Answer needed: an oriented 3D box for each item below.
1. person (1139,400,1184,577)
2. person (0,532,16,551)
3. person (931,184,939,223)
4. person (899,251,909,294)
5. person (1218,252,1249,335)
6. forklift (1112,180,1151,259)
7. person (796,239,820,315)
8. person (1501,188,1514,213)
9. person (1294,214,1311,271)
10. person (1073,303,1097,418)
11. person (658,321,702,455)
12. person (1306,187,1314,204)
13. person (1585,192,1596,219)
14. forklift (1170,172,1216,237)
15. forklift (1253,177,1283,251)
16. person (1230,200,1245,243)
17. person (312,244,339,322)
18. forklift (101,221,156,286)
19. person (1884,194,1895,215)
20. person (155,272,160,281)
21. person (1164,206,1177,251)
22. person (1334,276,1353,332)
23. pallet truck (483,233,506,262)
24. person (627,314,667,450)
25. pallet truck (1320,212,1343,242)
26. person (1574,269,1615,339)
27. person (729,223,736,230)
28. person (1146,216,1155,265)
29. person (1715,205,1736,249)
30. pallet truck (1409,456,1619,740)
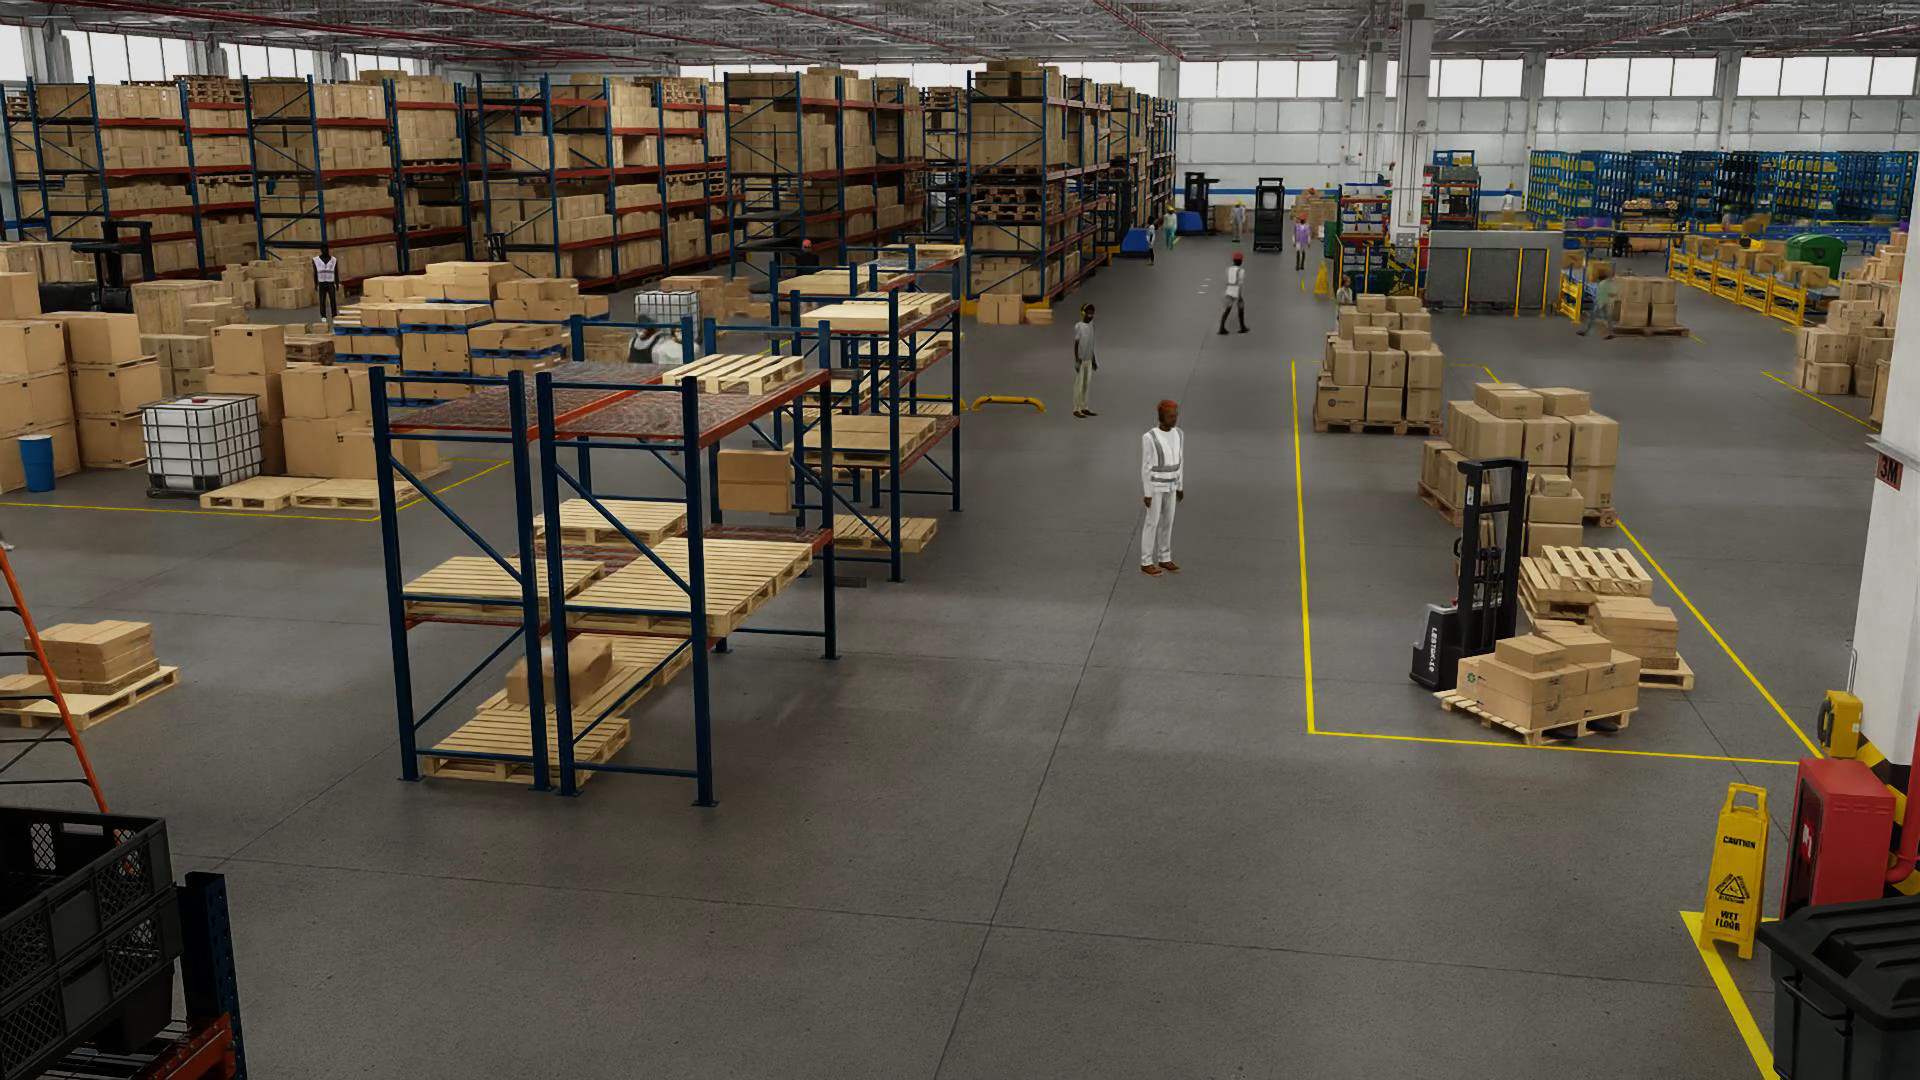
[{"bbox_3d":[2.133,-0.548,17.506,0.573,1.877,0.353,-12,18,-40],"label":"person"},{"bbox_3d":[-11.115,-0.793,18.494,0.969,1.885,0.600,4,14,14],"label":"person"},{"bbox_3d":[-1.326,-17.168,84.896,0.550,1.917,0.594,4,14,14],"label":"person"},{"bbox_3d":[-1.289,-6.548,42.293,0.703,1.663,0.551,5,15,18],"label":"person"},{"bbox_3d":[6.307,-5.675,38.309,1.004,1.889,0.555,-12,18,-40],"label":"person"},{"bbox_3d":[6.082,-11.722,60.796,1.873,2.768,1.129,2,14,9],"label":"forklift"},{"bbox_3d":[-3.747,-6.398,41.001,0.610,1.995,0.375,-4,15,-17],"label":"person"},{"bbox_3d":[25.982,-15.723,78.982,0.604,1.937,0.402,-3,14,-11],"label":"person"},{"bbox_3d":[11.508,-10.025,55.959,0.561,1.889,0.985,4,14,15],"label":"person"},{"bbox_3d":[2.059,-2.937,27.219,0.329,1.868,0.512,12,18,40],"label":"person"},{"bbox_3d":[-4.038,-2.202,24.083,0.631,1.939,0.369,-7,16,-28],"label":"person"},{"bbox_3d":[16.501,-15.600,78.363,0.377,1.995,0.608,-3,14,-10],"label":"person"},{"bbox_3d":[30.689,-16.097,80.802,0.940,1.783,0.619,1,14,6],"label":"person"},{"bbox_3d":[10.298,-14.828,73.406,1.873,2.768,1.129,-10,17,-36],"label":"forklift"},{"bbox_3d":[12.083,-12.747,64.956,1.129,2.768,1.873,3,14,10],"label":"forklift"},{"bbox_3d":[11.595,-13.313,69.537,0.628,1.788,0.650,9,16,32],"label":"person"},{"bbox_3d":[-15.548,-6.311,40.831,0.587,1.911,0.397,-8,16,-28],"label":"person"},{"bbox_3d":[-16.772,-5.071,33.793,1.129,2.768,1.873,3,14,10],"label":"forklift"},{"bbox_3d":[44.276,-15.717,79.259,0.981,1.797,0.586,3,14,12],"label":"person"},{"bbox_3d":[-17.331,-4.973,35.955,0.371,1.626,0.536,0,14,1],"label":"person"},{"bbox_3d":[8.263,-12.256,65.309,0.528,1.743,0.787,1,14,5],"label":"person"},{"bbox_3d":[8.069,-4.734,34.983,0.314,1.636,0.517,13,19,43],"label":"person"},{"bbox_3d":[-11.832,-7.026,43.548,1.885,1.965,0.823,8,16,28],"label":"pallet truck"},{"bbox_3d":[-4.640,-2.398,24.668,0.677,2.000,1.036,8,16,30],"label":"person"},{"bbox_3d":[15.874,-13.227,70.310,0.680,1.201,1.601,10,17,35],"label":"pallet truck"},{"bbox_3d":[14.382,-5.311,37.444,0.907,1.572,0.507,9,16,32],"label":"person"},{"bbox_3d":[-8.884,-11.981,64.492,0.838,1.594,0.531,8,16,30],"label":"person"},{"bbox_3d":[6.640,-10.423,57.959,0.317,1.695,0.540,2,14,7],"label":"person"},{"bbox_3d":[30.435,-12.421,65.966,0.737,1.742,0.527,0,14,-1],"label":"person"},{"bbox_3d":[4.504,0.400,13.395,0.823,1.965,1.885,-6,15,-23],"label":"pallet truck"}]
